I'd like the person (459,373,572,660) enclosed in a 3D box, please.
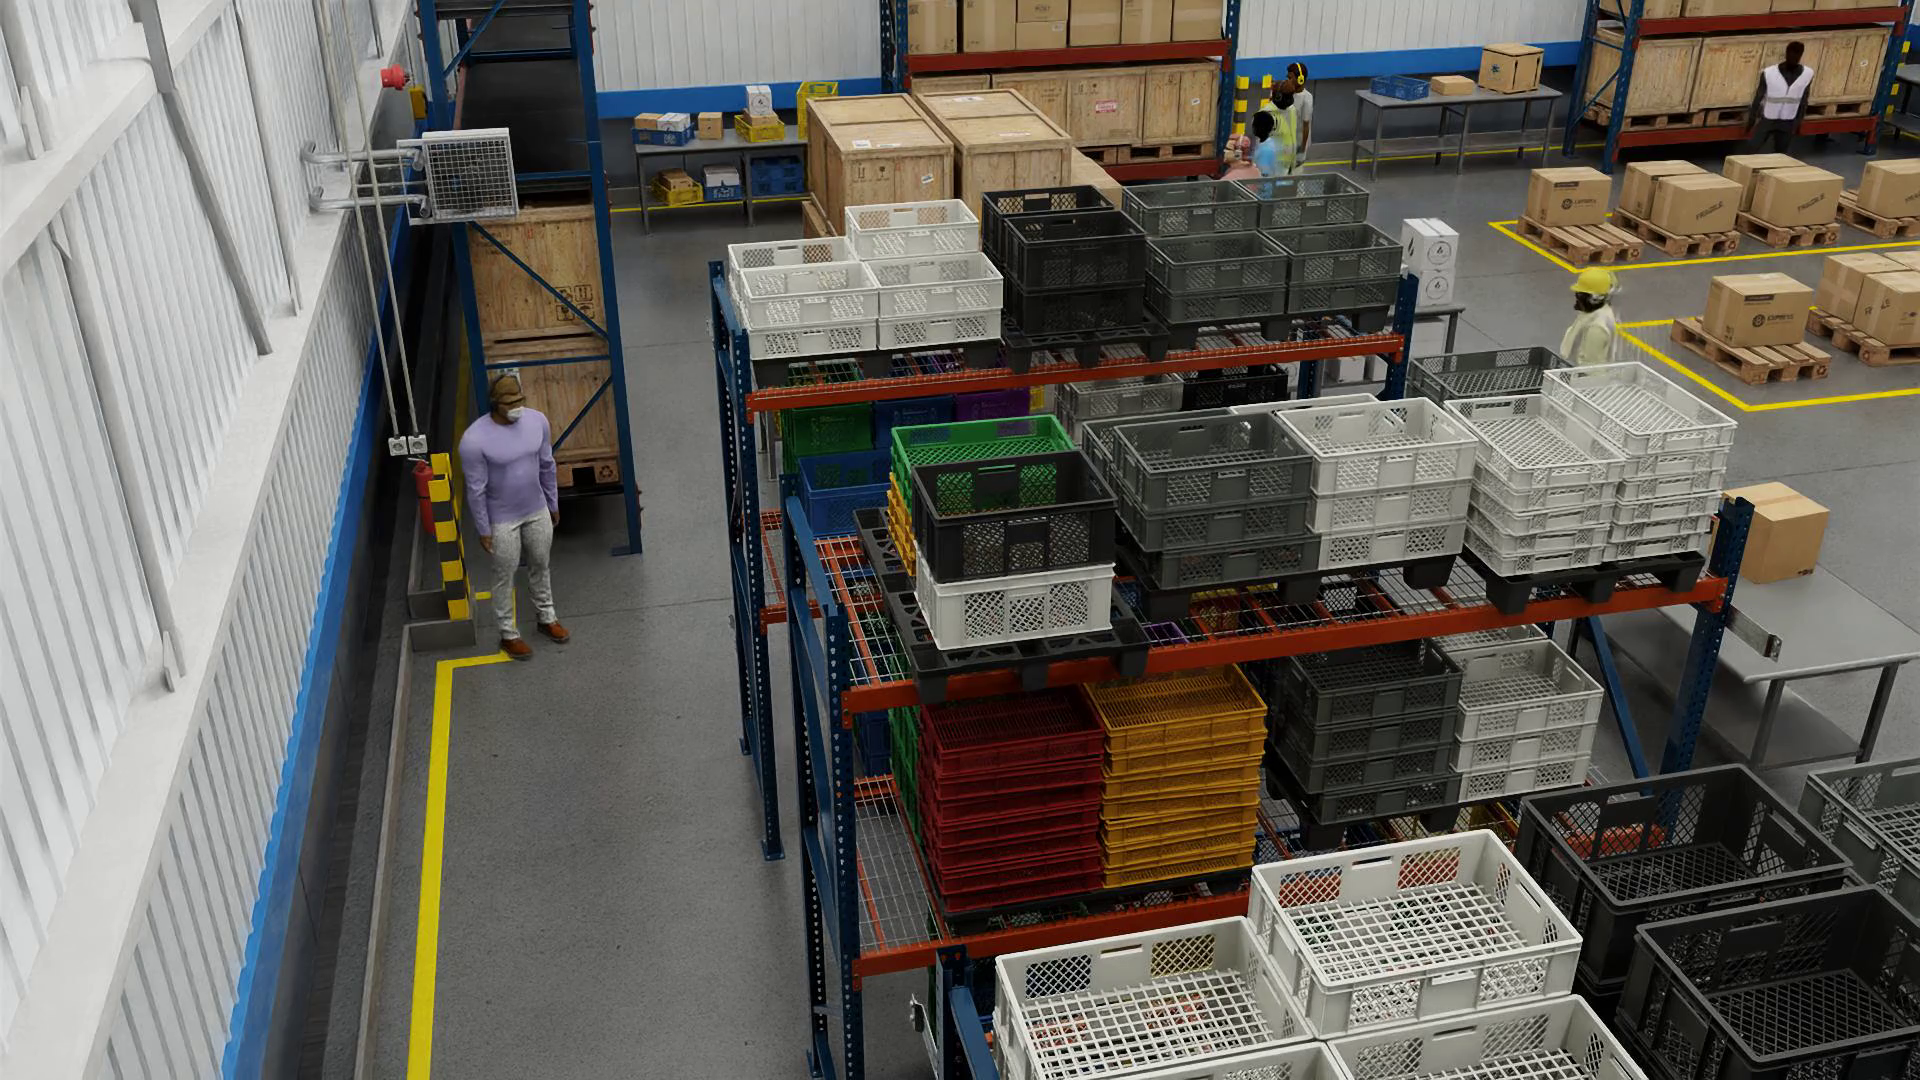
[{"bbox_3d":[-2.812,-0.166,10.569,0.372,1.932,0.626,24,36,38],"label":"person"}]

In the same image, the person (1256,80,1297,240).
[{"bbox_3d":[3.428,-4.087,18.114,0.431,1.835,0.624,23,35,36],"label":"person"}]

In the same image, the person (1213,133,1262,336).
[{"bbox_3d":[2.565,-2.899,15.772,0.409,1.910,0.651,17,32,29],"label":"person"}]

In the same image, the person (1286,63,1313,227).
[{"bbox_3d":[3.769,-4.425,18.732,0.333,1.856,0.520,-6,28,-11],"label":"person"}]

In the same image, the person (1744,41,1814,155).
[{"bbox_3d":[9.694,-5.006,19.804,0.693,1.889,0.463,3,28,6],"label":"person"}]
